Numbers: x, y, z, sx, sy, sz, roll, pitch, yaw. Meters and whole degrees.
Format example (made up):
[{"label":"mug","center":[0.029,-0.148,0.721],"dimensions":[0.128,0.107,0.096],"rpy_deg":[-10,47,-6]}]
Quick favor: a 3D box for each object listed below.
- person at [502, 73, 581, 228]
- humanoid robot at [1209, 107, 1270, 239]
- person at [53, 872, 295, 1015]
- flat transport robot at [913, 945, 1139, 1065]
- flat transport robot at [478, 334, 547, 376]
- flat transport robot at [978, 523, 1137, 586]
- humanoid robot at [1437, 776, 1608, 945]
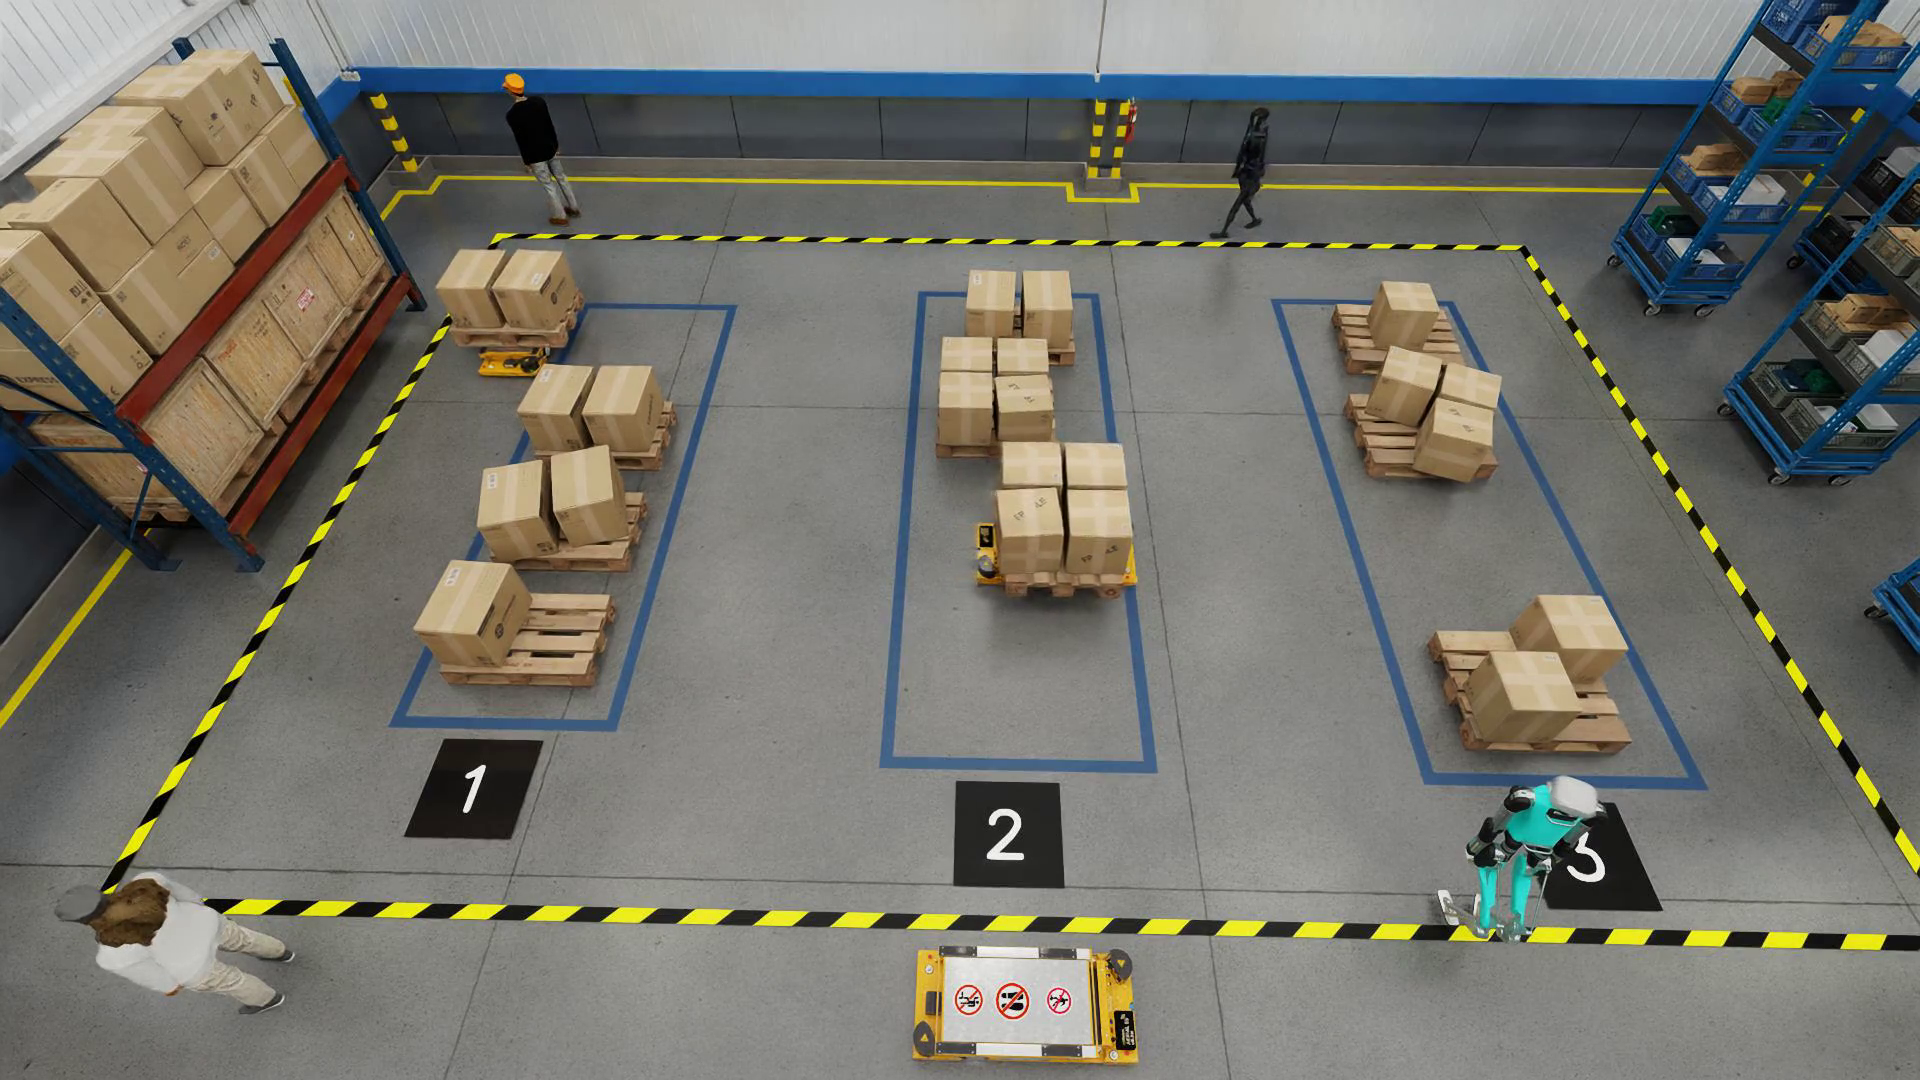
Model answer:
[{"label":"person","center":[-5.207,-4.809,11.364],"dimensions":[0.382,1.882,0.589],"rpy_deg":[22,54,17]},{"label":"humanoid robot","center":[3.581,-4.505,11.281],"dimensions":[0.762,1.637,0.612],"rpy_deg":[-9,51,-7]},{"label":"person","center":[-4.673,2.445,5.528],"dimensions":[0.408,1.761,0.571],"rpy_deg":[-7,51,-5]},{"label":"flat transport robot","center":[0.422,3.041,6.007],"dimensions":[1.431,0.231,0.659],"rpy_deg":[1,51,1]},{"label":"flat transport robot","center":[-4.926,-2.401,10.425],"dimensions":[0.652,0.197,1.431],"rpy_deg":[1,51,1]},{"label":"flat transport robot","center":[0.881,0.093,8.392],"dimensions":[1.431,0.197,0.652],"rpy_deg":[1,51,1]},{"label":"humanoid robot","center":[3.481,2.128,5.717],"dimensions":[0.533,1.677,0.735],"rpy_deg":[10,51,8]}]
